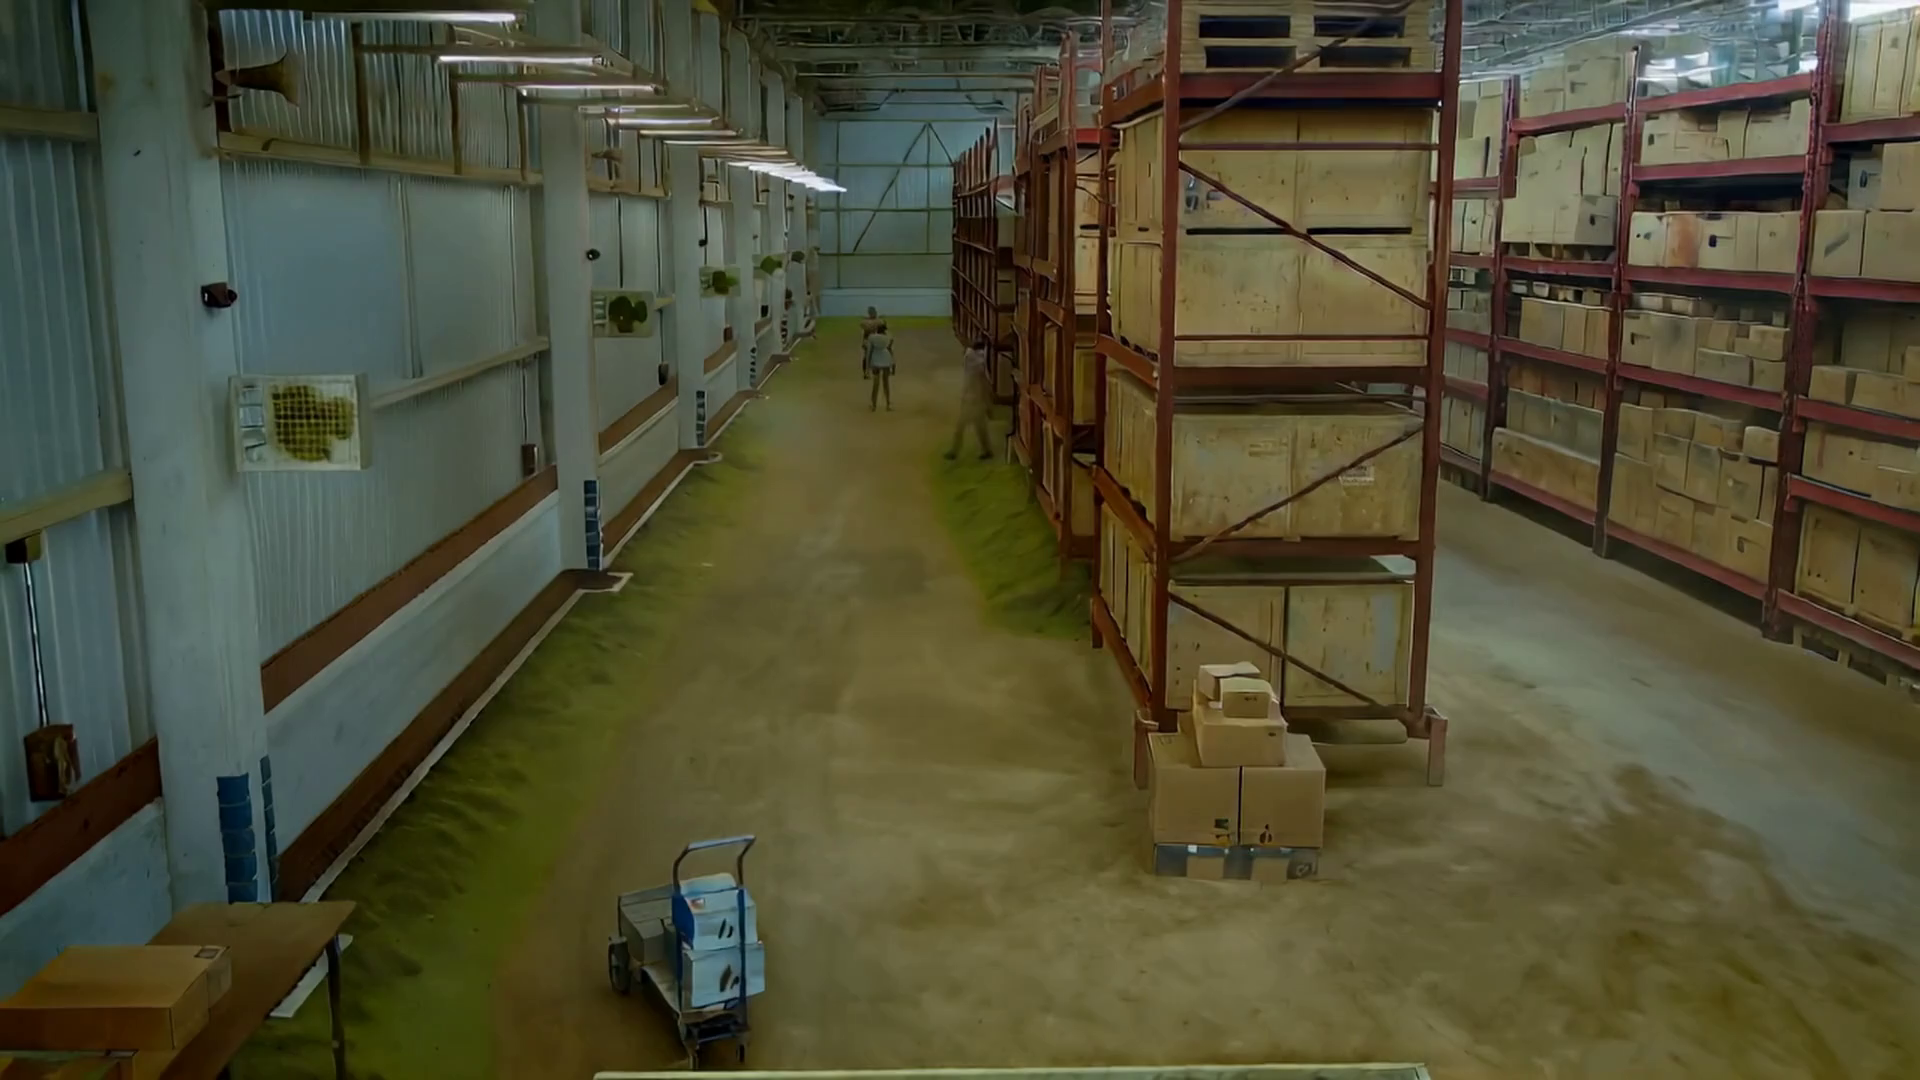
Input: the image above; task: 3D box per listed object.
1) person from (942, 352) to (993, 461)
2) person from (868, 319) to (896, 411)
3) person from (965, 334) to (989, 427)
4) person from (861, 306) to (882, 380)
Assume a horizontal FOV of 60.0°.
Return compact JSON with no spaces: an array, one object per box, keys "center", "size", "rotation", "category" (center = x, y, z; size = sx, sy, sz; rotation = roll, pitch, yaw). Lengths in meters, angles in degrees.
[{"center":[0.174,-2.270,28.335],"size":[0.991,1.853,0.666],"rotation":[-8,13,-35],"category":"person"},{"center":[-1.673,-3.752,35.713],"size":[0.620,1.985,0.406],"rotation":[-3,11,-16],"category":"person"},{"center":[0.322,-3.195,33.178],"size":[0.564,1.841,0.391],"rotation":[-9,14,-40],"category":"person"},{"center":[-2.257,-5.072,42.781],"size":[0.591,1.910,0.392],"rotation":[-6,12,-28],"category":"person"}]
